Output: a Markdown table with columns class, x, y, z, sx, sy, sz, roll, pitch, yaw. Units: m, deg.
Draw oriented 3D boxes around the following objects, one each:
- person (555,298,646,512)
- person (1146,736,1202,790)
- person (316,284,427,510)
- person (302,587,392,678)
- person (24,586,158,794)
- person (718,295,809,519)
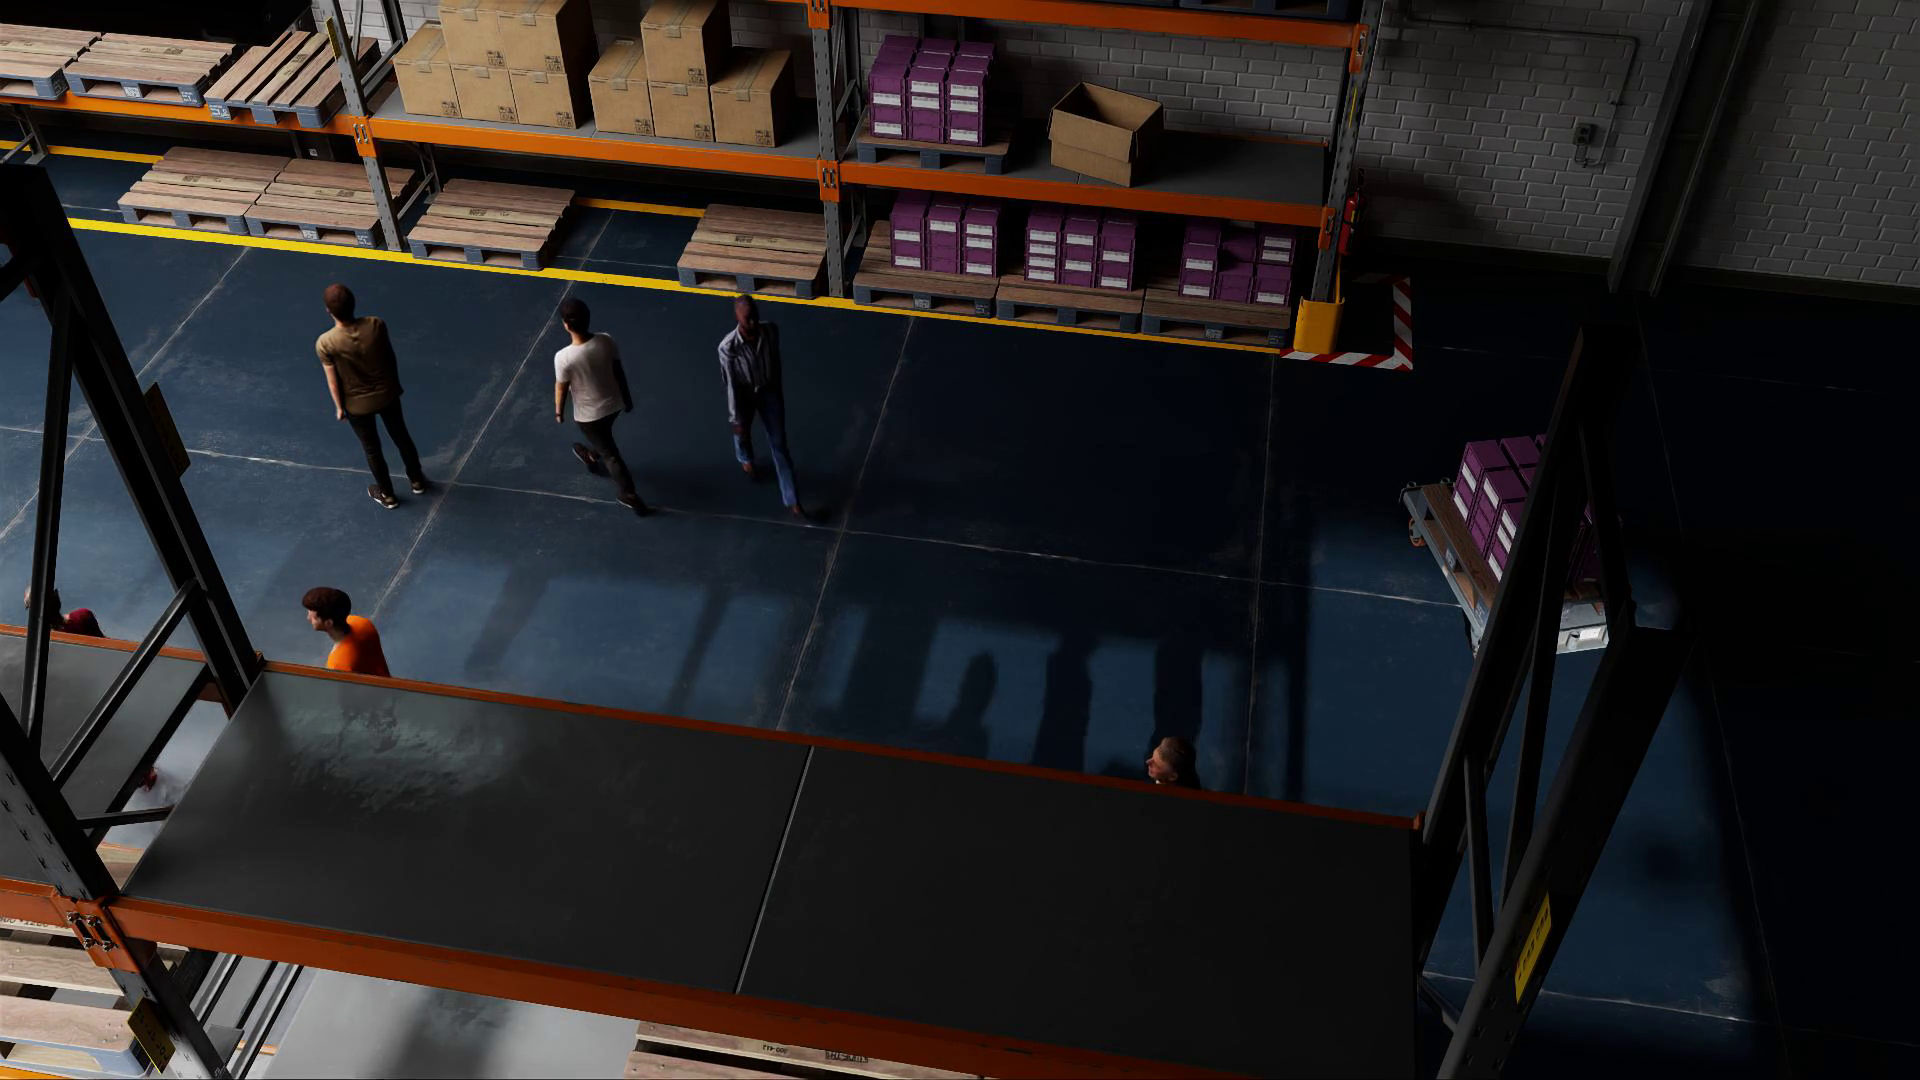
| class | x | y | z | sx | sy | sz | roll | pitch | yaw |
| --- | --- | --- | --- | --- | --- | --- | --- | --- | --- |
| person | -2.516 | -0.907 | 11.737 | 1.175 | 1.678 | 1.026 | 34 | 53 | 31 |
| person | 1.194 | 1.684 | 8.935 | 1.159 | 1.792 | 0.777 | 4 | 44 | 4 |
| person | -4.161 | -1.017 | 11.727 | 0.749 | 1.852 | 0.786 | -31 | 51 | -28 |
| person | -3.326 | 0.983 | 9.609 | 0.982 | 1.878 | 0.855 | -6 | 44 | -7 |
| person | -5.117 | 0.906 | 9.833 | 0.906 | 1.681 | 0.781 | 22 | 48 | 21 |
| person | -1.510 | -1.025 | 11.819 | 1.180 | 1.737 | 1.214 | -24 | 49 | -23 |
